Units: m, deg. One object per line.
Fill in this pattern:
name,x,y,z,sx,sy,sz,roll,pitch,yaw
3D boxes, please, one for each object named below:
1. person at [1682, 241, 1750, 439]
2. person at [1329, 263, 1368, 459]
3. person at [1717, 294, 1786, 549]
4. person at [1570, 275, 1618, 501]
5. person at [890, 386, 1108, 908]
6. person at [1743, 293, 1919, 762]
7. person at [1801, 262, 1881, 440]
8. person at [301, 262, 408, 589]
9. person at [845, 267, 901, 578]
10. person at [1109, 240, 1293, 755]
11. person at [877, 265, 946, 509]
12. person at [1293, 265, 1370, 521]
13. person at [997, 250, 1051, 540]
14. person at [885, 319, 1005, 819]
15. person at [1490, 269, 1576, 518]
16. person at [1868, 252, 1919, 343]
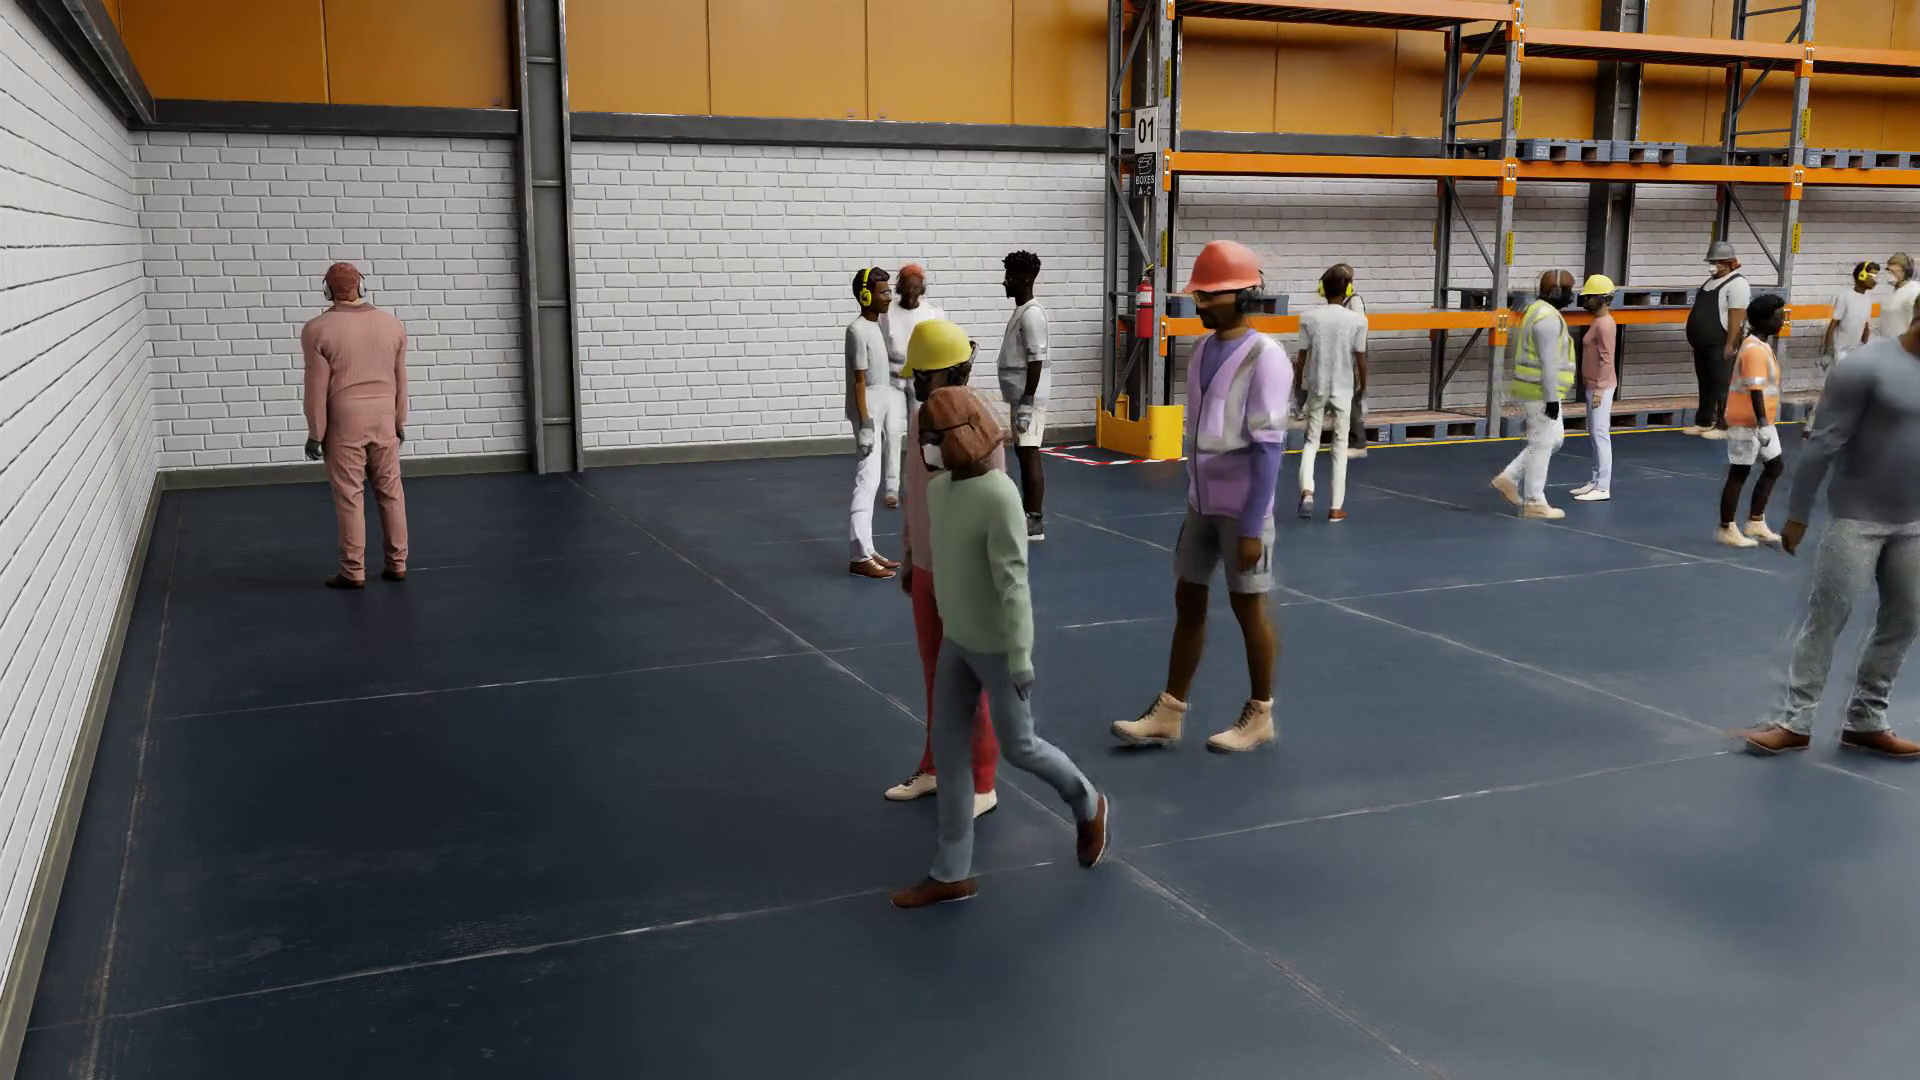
person,7.783,-2.069,17.186,0.536,2.000,0.696,-1,10,-5
person,3.623,-1.676,15.612,0.400,1.826,0.548,-1,10,-4
person,5.272,-0.762,10.891,0.531,1.678,0.560,6,12,30
person,4.971,-1.187,13.037,0.327,1.767,0.533,3,11,16
person,0.137,0.314,5.154,0.750,1.596,0.545,-6,12,-31
person,3.493,-0.055,6.408,0.798,1.900,0.397,-1,10,-7
person,8.903,-1.857,16.621,0.544,1.814,0.864,-8,13,-37
person,-3.546,-0.664,9.750,0.401,1.904,0.641,9,14,42
person,-0.532,-0.711,10.097,0.317,1.870,0.531,1,10,5
person,0.984,-0.136,6.486,0.592,2.040,0.626,-5,11,-26
person,-0.390,-1.148,12.606,0.599,1.834,0.967,0,10,-2
person,2.673,-1.036,11.945,0.524,1.857,0.558,5,11,24
person,0.431,-0.978,11.314,0.368,1.966,0.602,-1,10,-4
person,-0.053,0.112,5.827,0.327,1.760,0.523,-7,12,-34
person,4.266,-1.067,12.213,0.463,1.832,0.641,3,11,16
person,8.210,-1.561,14.649,0.472,1.926,0.642,2,10,13
